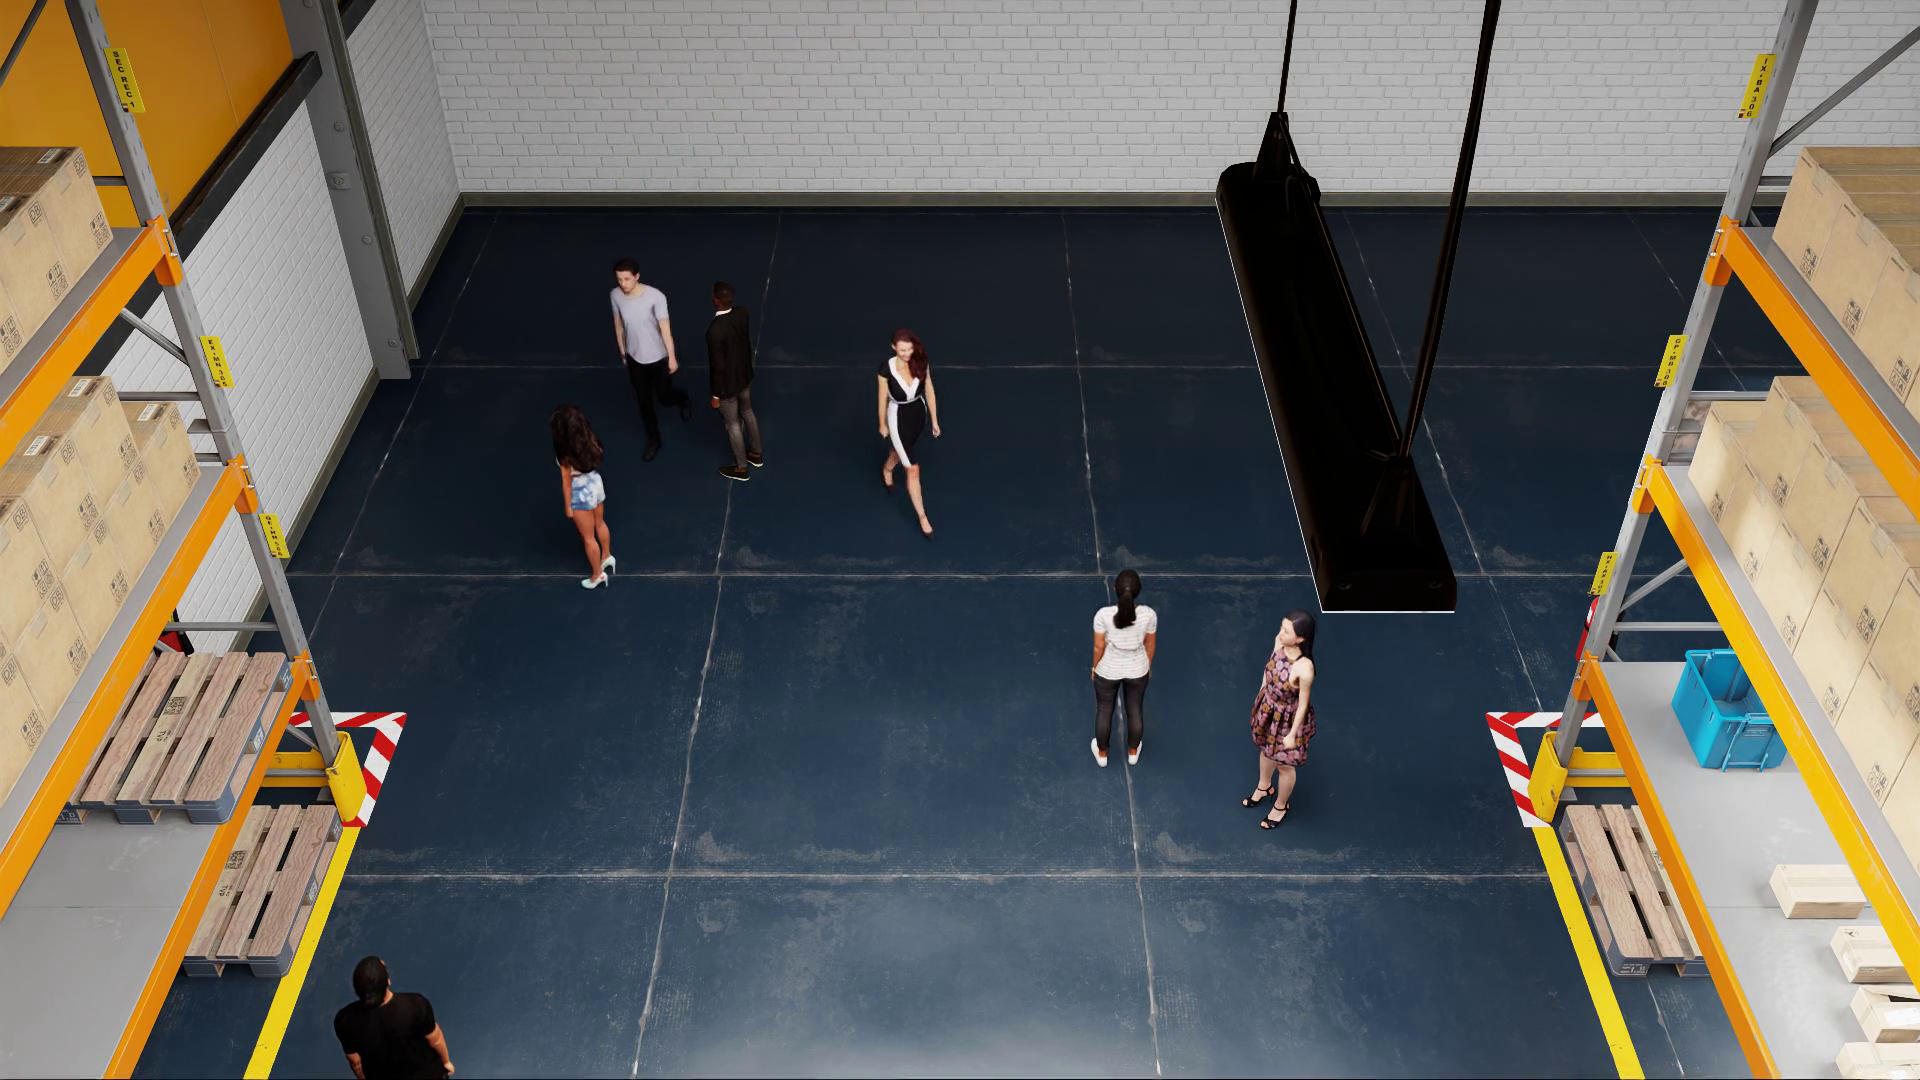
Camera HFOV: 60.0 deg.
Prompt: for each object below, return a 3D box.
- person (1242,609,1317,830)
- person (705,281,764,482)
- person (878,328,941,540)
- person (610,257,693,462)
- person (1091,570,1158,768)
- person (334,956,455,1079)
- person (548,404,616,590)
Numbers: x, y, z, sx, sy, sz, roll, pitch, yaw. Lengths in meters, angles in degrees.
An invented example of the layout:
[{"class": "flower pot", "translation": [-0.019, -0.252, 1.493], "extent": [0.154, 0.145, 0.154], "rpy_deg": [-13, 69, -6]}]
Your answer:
[{"class": "person", "translation": [2.029, 1.125, 10.494], "extent": [0.831, 1.775, 0.738], "rpy_deg": [-15, 41, -18]}, {"class": "person", "translation": [-1.846, -1.297, 13.507], "extent": [0.799, 1.799, 0.662], "rpy_deg": [19, 42, 22]}, {"class": "person", "translation": [-0.461, -0.937, 13.103], "extent": [0.983, 1.741, 1.206], "rpy_deg": [-20, 43, -23]}, {"class": "person", "translation": [-2.551, -1.566, 13.809], "extent": [0.820, 1.843, 1.002], "rpy_deg": [6, 39, 7]}, {"class": "person", "translation": [1.069, 0.847, 10.945], "extent": [0.568, 1.646, 0.533], "rpy_deg": [-2, 39, -2]}, {"class": "person", "translation": [-2.839, 2.723, 8.506], "extent": [0.689, 1.759, 0.665], "rpy_deg": [-10, 40, -13]}, {"class": "person", "translation": [-2.807, -0.333, 12.443], "extent": [0.673, 1.622, 0.569], "rpy_deg": [8, 39, 10]}]
